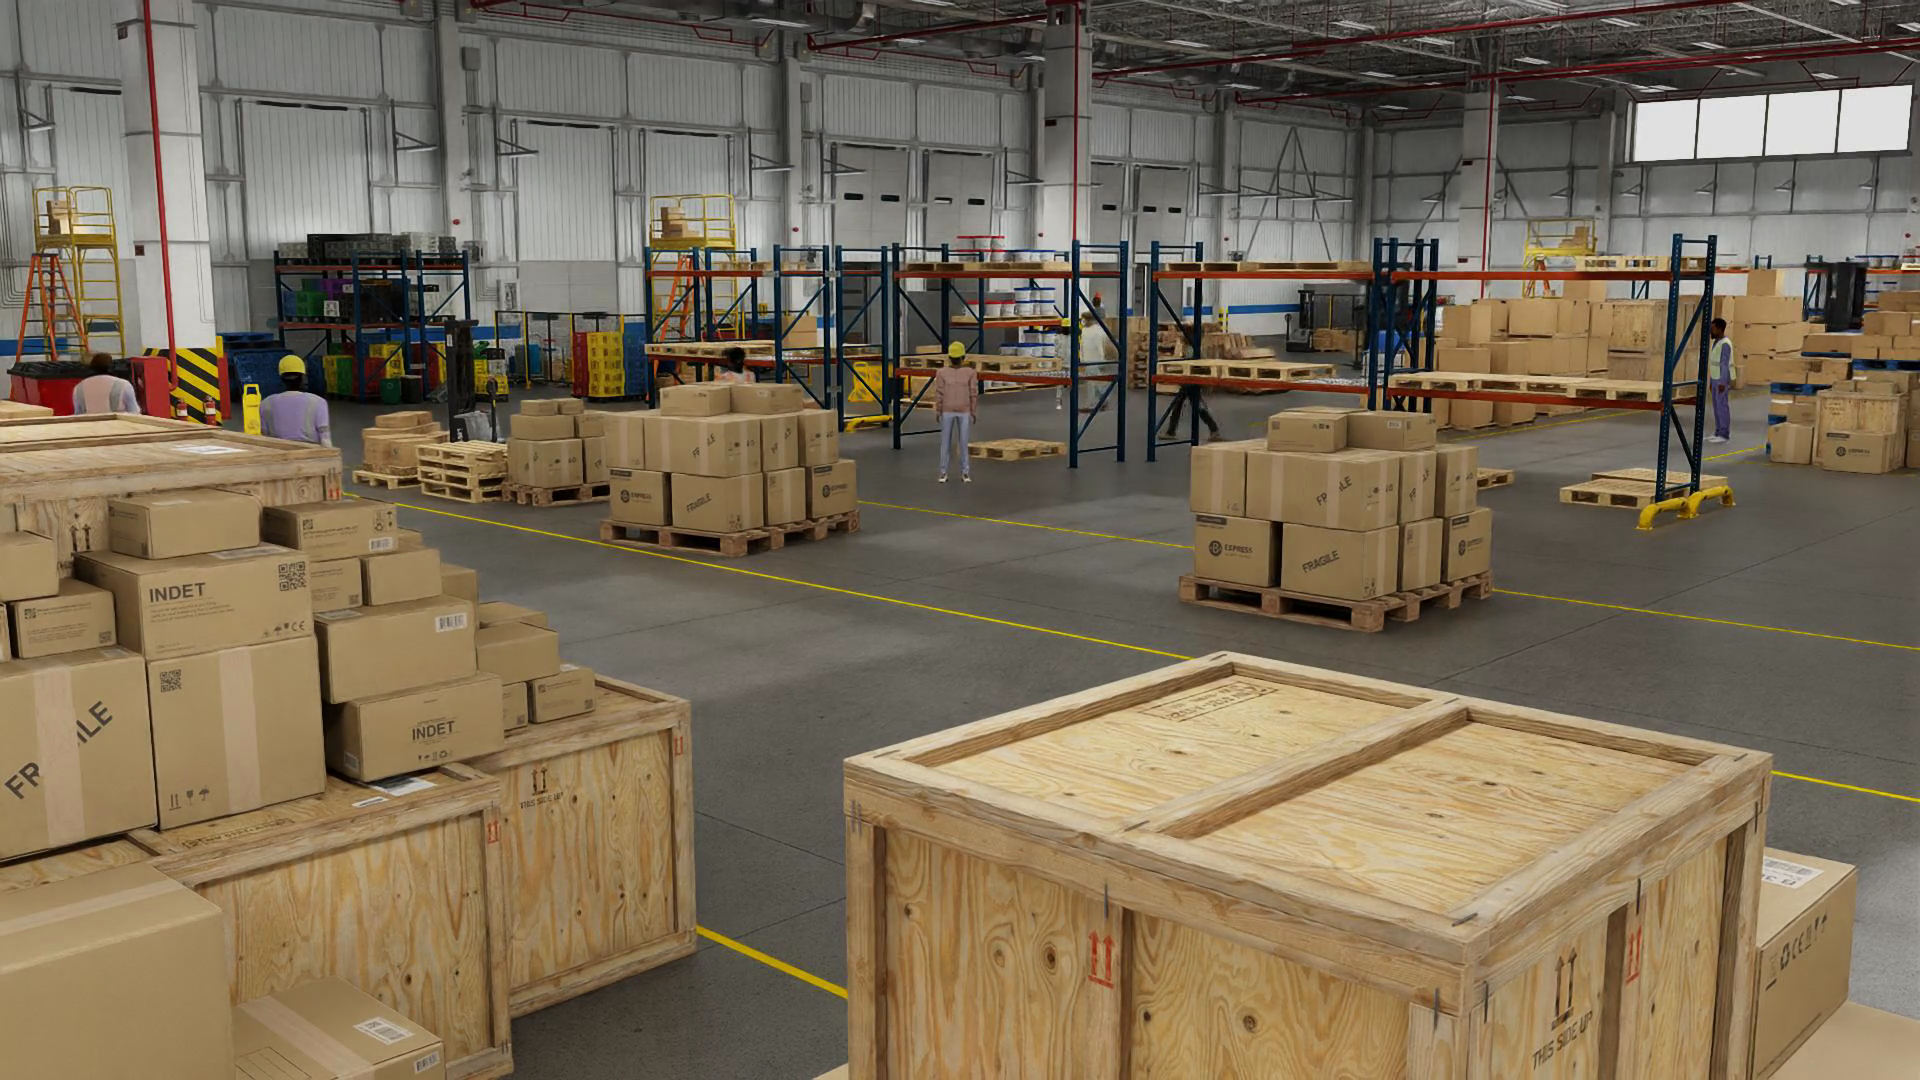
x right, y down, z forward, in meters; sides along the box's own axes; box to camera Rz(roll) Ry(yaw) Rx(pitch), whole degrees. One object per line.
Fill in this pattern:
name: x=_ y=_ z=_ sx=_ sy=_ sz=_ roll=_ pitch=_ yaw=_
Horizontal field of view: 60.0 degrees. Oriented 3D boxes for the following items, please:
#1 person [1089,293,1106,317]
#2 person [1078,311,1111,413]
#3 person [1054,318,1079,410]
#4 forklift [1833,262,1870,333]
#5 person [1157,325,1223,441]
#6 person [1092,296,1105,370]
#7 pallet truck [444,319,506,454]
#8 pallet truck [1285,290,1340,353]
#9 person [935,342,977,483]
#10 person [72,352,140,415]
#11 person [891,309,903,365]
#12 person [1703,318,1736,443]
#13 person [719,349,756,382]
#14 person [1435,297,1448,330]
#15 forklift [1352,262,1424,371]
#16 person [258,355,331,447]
person: x=4.242 y=-6.636 z=51.160 sx=0.545 sy=1.927 sz=0.390 roll=-2 pitch=9 yaw=-11
person: x=2.499 y=-3.295 z=30.792 sx=0.760 sy=1.897 sz=0.695 roll=-4 pitch=10 yaw=-25
person: x=2.000 y=-3.321 z=31.407 sx=0.485 sy=1.737 sz=0.320 roll=2 pitch=9 yaw=13
forklift: x=22.771 y=-5.709 z=42.546 sx=1.129 sy=2.768 sz=1.873 roll=-6 pitch=11 yaw=-33
person: x=3.594 y=-2.415 z=25.683 sx=0.964 sy=1.805 sz=0.508 roll=0 pitch=9 yaw=1
person: x=3.605 y=-5.425 z=43.686 sx=0.353 sy=1.937 sz=0.635 roll=5 pitch=10 yaw=26
pallet truck: x=-6.981 y=-1.942 z=22.150 sx=1.885 sy=1.965 sz=0.823 roll=1 pitch=9 yaw=9
pallet truck: x=11.297 y=-6.951 z=52.861 sx=1.885 sy=1.965 sz=0.823 roll=-5 pitch=11 yaw=-29
person: x=-0.046 y=-1.581 z=20.674 sx=0.524 sy=1.759 sz=0.328 roll=-1 pitch=9 yaw=-4
person: x=-8.875 y=-1.054 z=17.330 sx=0.624 sy=1.803 sz=0.945 roll=1 pitch=9 yaw=3
person: x=-1.645 y=-5.228 z=43.429 sx=0.311 sy=1.633 sz=0.517 roll=1 pitch=9 yaw=3
person: x=11.645 y=-2.436 z=25.472 sx=0.406 sy=1.911 sz=0.594 roll=2 pitch=9 yaw=10
person: x=-2.810 y=-1.611 z=21.177 sx=0.543 sy=1.641 sz=0.888 roll=-5 pitch=11 yaw=-30
person: x=13.490 y=-5.859 z=46.557 sx=0.434 sy=1.870 sz=0.573 roll=-5 pitch=11 yaw=-30
forklift: x=10.939 y=-5.655 z=42.217 sx=1.129 sy=2.768 sz=1.873 roll=-2 pitch=9 yaw=-12
person: x=-5.728 y=-0.637 z=14.396 sx=0.589 sy=1.918 sz=0.400 roll=0 pitch=9 yaw=-3
